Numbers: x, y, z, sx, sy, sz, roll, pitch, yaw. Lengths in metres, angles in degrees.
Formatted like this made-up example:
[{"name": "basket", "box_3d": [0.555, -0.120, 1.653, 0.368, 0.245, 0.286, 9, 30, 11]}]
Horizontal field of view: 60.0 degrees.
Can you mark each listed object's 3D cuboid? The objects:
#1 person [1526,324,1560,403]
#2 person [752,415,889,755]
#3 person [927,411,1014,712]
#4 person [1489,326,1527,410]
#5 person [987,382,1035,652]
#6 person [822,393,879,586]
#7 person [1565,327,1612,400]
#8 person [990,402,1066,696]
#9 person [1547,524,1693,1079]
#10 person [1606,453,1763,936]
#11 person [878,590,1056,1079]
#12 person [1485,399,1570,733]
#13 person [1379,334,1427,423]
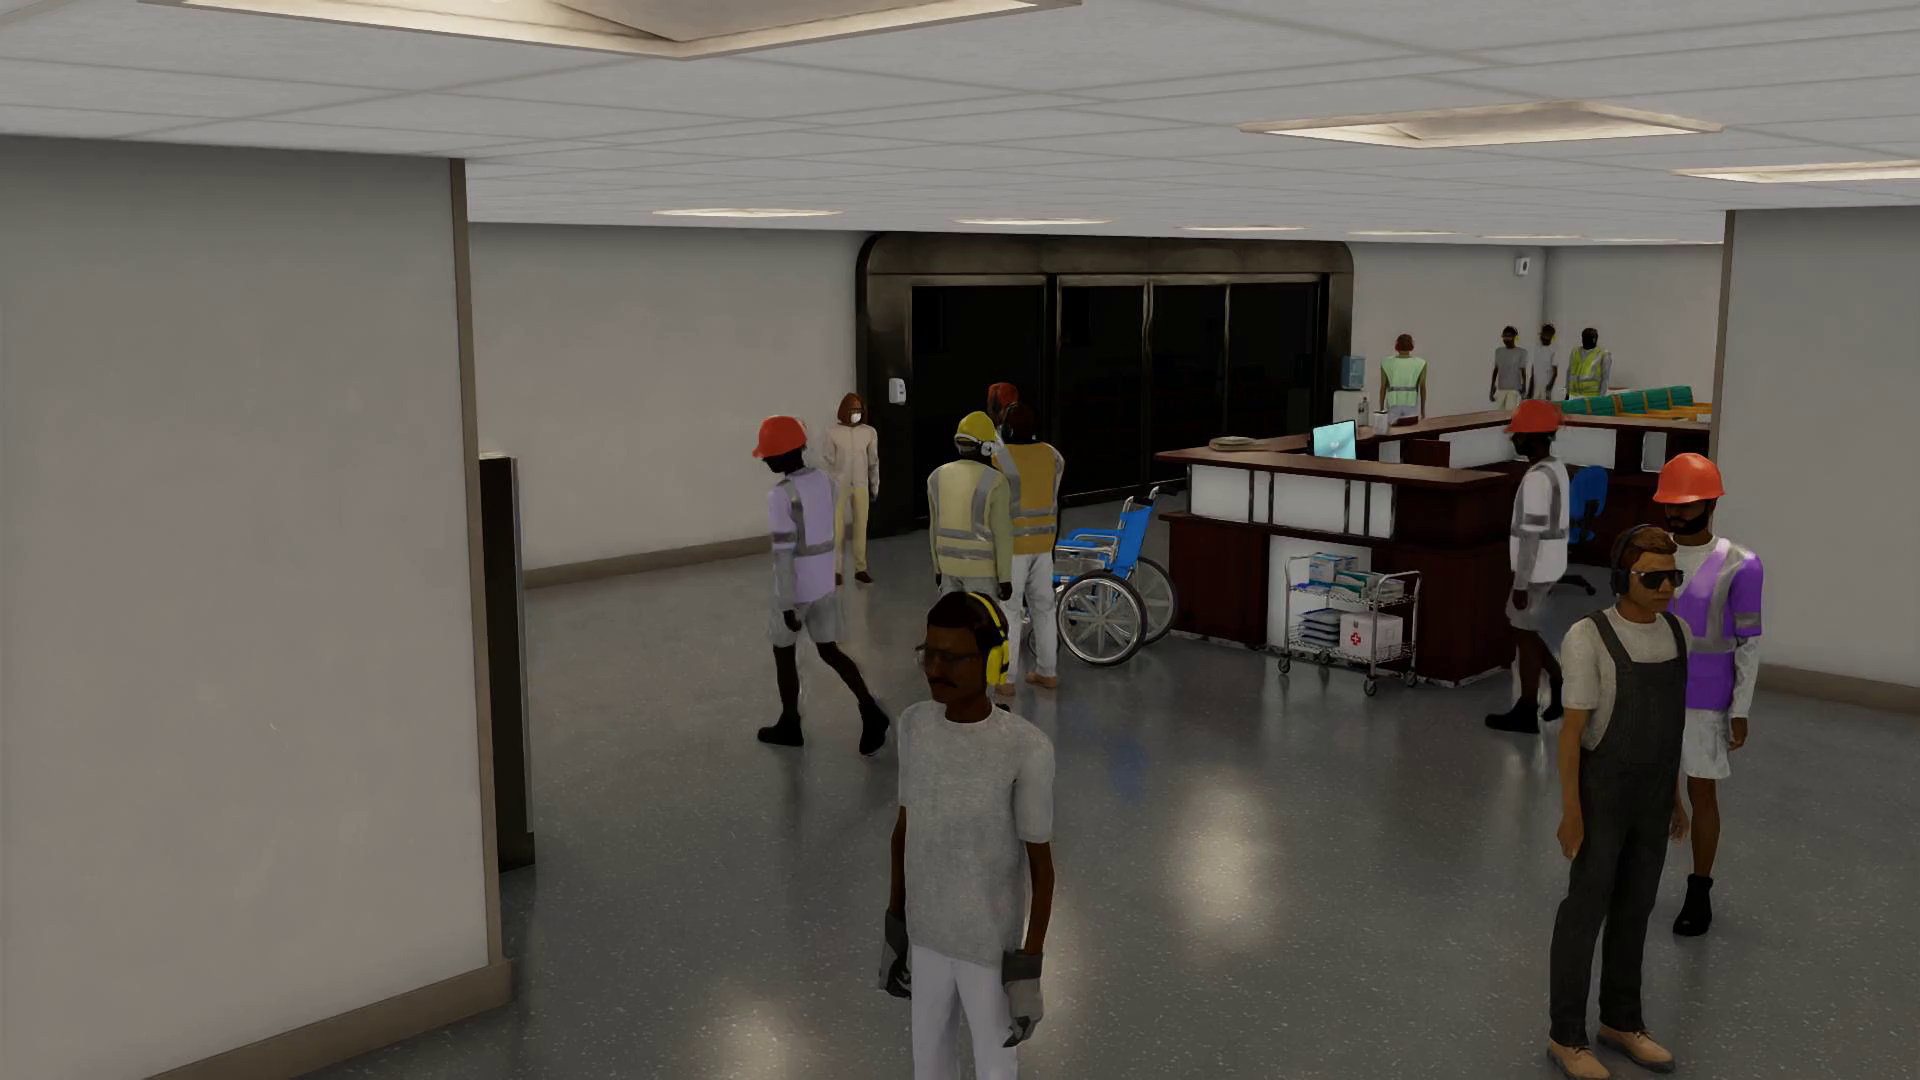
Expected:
[{"name": "person", "box_3d": [8.614, -2.263, 24.605, 0.335, 1.837, 0.583, -3, 10, -20]}, {"name": "person", "box_3d": [-0.780, 0.256, 9.021, 0.834, 1.888, 0.578, 7, 12, 37]}, {"name": "person", "box_3d": [0.078, 0.156, 9.832, 0.595, 1.825, 0.404, 7, 12, 38]}, {"name": "person", "box_3d": [7.965, -2.178, 24.080, 0.569, 1.847, 0.594, 9, 13, 43]}, {"name": "person", "box_3d": [0.295, -0.157, 11.567, 0.395, 1.883, 0.585, 5, 11, 29]}, {"name": "person", "box_3d": [-0.918, -0.428, 14.014, 0.505, 1.628, 0.286, -4, 10, -24]}, {"name": "person", "box_3d": [8.750, -2.047, 23.269, 0.429, 1.845, 0.627, -8, 12, -41]}, {"name": "person", "box_3d": [0.373, 0.054, 10.436, 0.625, 1.835, 0.431, -6, 11, -34]}, {"name": "person", "box_3d": [2.175, 0.857, 5.443, 0.520, 1.844, 0.330, -4, 10, -24]}, {"name": "person", "box_3d": [2.877, 0.613, 6.663, 0.553, 1.935, 0.365, 9, 13, 43]}, {"name": "person", "box_3d": [-0.001, 1.043, 4.223, 0.513, 1.875, 0.328, 7, 11, 36]}, {"name": "person", "box_3d": [3.275, 0.165, 9.452, 0.457, 1.925, 0.574, 5, 11, 29]}, {"name": "person", "box_3d": [5.559, -1.663, 20.911, 0.575, 1.841, 0.375, 2, 9, 12]}]
